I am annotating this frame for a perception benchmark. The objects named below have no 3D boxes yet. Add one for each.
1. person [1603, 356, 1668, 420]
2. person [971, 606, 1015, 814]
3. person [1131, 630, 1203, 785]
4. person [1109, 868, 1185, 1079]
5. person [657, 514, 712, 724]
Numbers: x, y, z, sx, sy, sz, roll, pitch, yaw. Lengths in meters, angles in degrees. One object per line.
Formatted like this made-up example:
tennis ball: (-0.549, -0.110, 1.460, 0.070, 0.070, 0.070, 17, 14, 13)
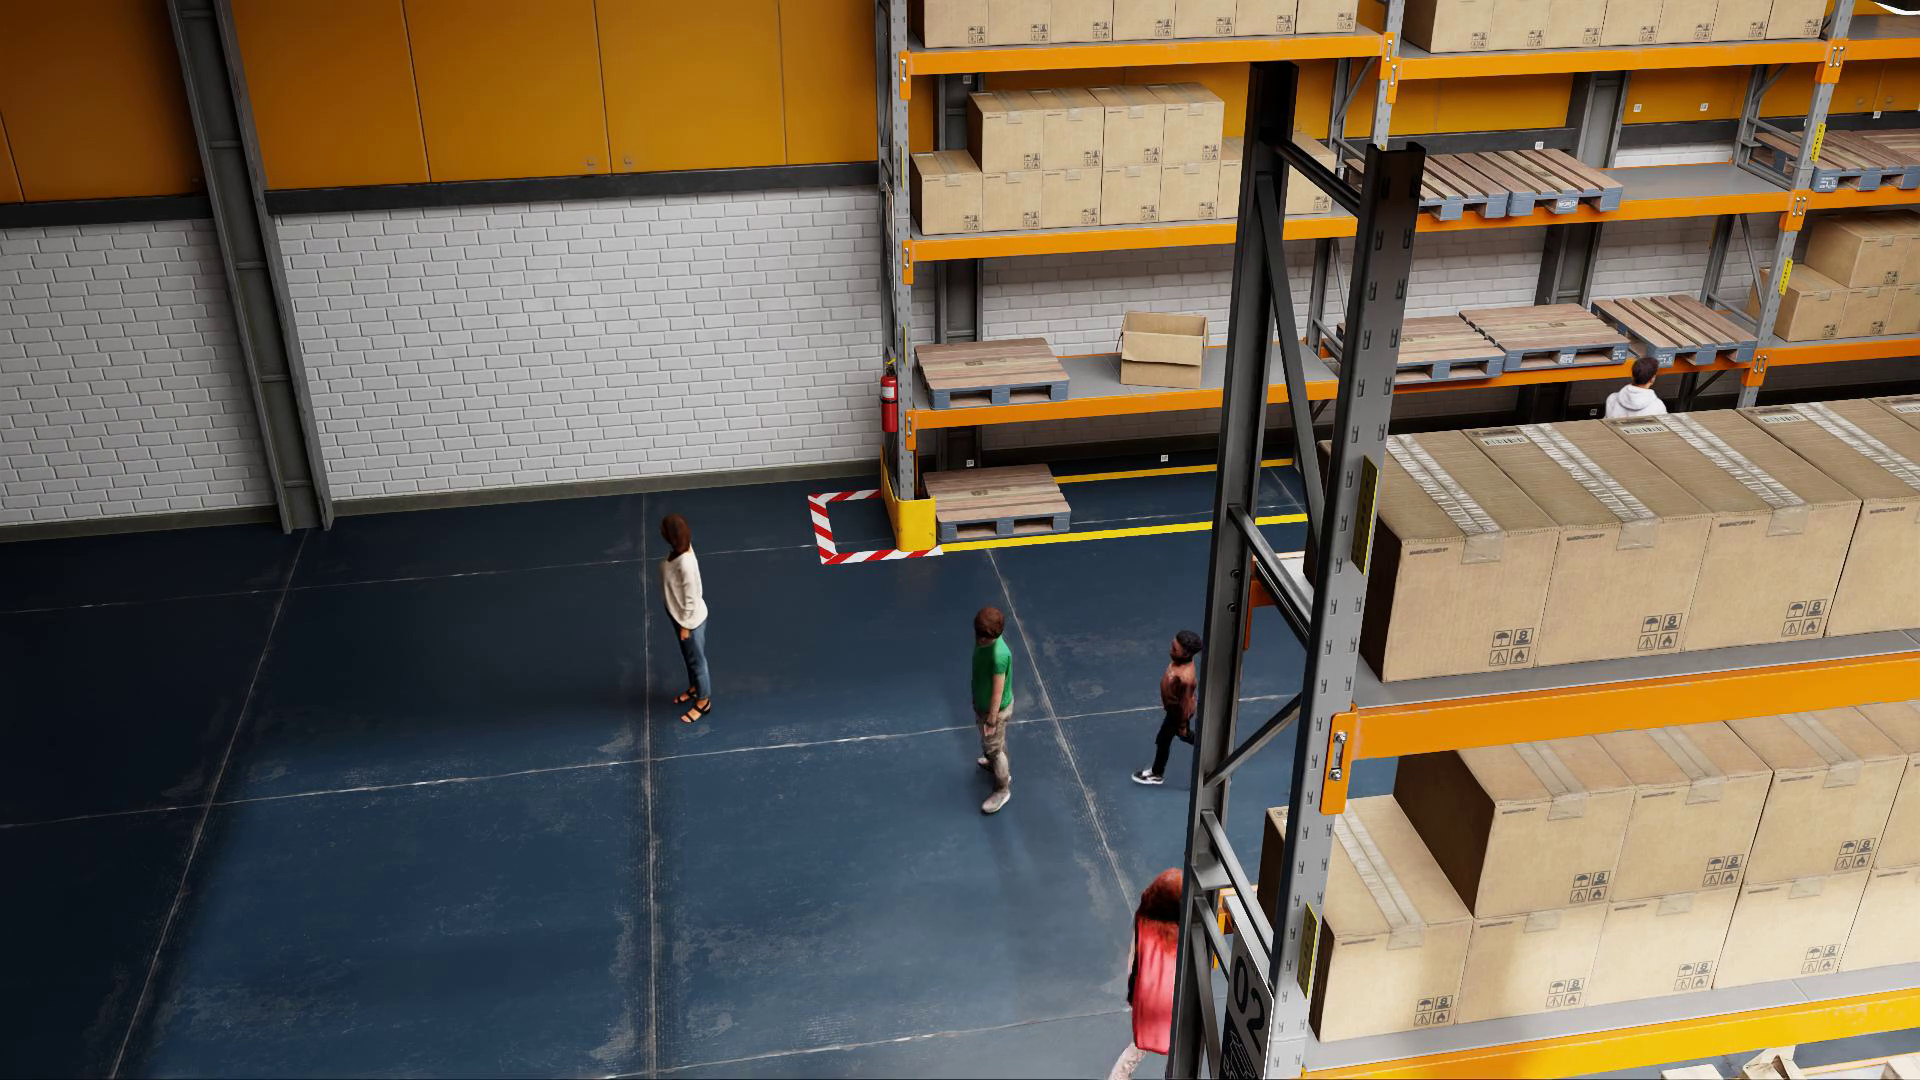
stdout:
person: (5.613, -0.635, 14.015, 0.769, 1.929, 0.825, 20, 34, 32)
person: (0.243, 1.074, 11.208, 0.623, 1.617, 0.797, -2, 29, -4)
person: (1.570, 1.171, 11.429, 0.934, 1.235, 0.666, 2, 29, 4)
person: (0.967, 2.457, 8.475, 1.096, 1.807, 0.952, -25, 37, -38)
person: (-1.987, 0.539, 12.125, 0.597, 1.678, 0.650, -10, 30, -17)
